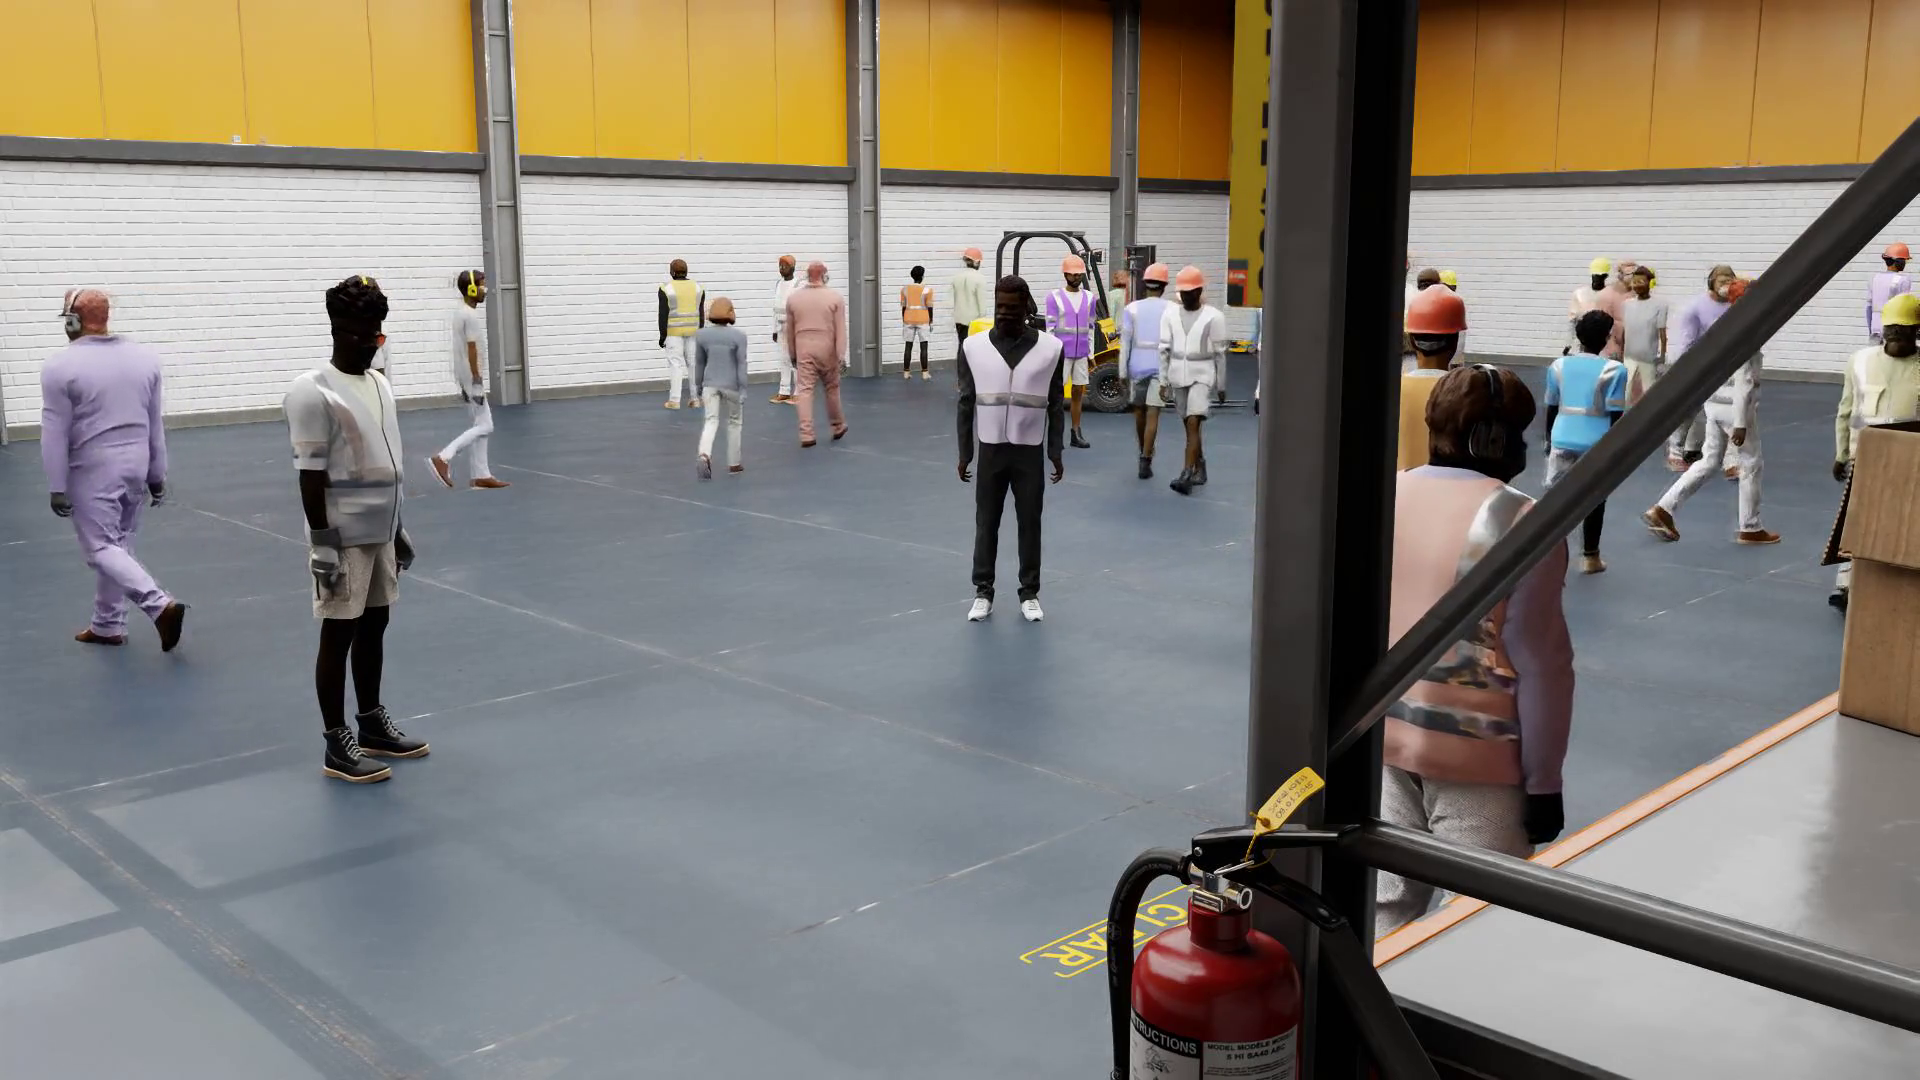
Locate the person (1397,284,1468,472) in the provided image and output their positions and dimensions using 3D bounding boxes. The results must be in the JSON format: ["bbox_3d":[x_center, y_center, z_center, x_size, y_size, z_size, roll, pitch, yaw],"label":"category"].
[{"bbox_3d":[1.839,-0.024,6.543,0.544,1.943,0.347,5,12,28],"label":"person"}]

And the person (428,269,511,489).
[{"bbox_3d":[-4.108,-1.322,13.865,0.580,1.855,0.539,-4,11,-22],"label":"person"}]

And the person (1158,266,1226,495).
[{"bbox_3d":[1.931,-1.336,13.902,0.536,1.876,1.040,6,12,29],"label":"person"}]

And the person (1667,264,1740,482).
[{"bbox_3d":[6.595,-1.471,14.629,0.654,1.883,1.052,-1,10,-3],"label":"person"}]

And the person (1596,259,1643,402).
[{"bbox_3d":[6.970,-1.970,17.312,0.672,1.888,0.573,-3,11,-15],"label":"person"}]

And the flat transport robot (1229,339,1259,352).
[{"bbox_3d":[5.653,-3.520,30.168,1.431,0.197,0.652,4,11,19],"label":"flat transport robot"}]

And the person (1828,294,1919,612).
[{"bbox_3d":[5.216,-0.467,9.349,0.621,1.793,0.872,8,13,37],"label":"person"}]

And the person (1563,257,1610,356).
[{"bbox_3d":[7.199,-2.247,18.806,0.887,1.894,0.586,-10,14,-43],"label":"person"}]

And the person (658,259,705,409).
[{"bbox_3d":[-3.449,-2.538,20.531,0.627,1.844,0.429,-8,13,-36],"label":"person"}]

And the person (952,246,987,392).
[{"bbox_3d":[0.189,-3.018,22.779,0.631,1.975,0.590,8,13,38],"label":"person"}]

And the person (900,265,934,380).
[{"bbox_3d":[-0.635,-3.219,24.662,0.534,1.691,0.321,3,11,18],"label":"person"}]

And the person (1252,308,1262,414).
[{"bbox_3d":[3.626,-2.213,19.344,0.587,1.622,0.459,8,13,37],"label":"person"}]

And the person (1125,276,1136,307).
[{"bbox_3d":[2.289,-2.857,21.902,0.832,1.972,0.626,-1,10,-6],"label":"person"}]

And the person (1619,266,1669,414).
[{"bbox_3d":[6.807,-1.803,16.536,0.880,1.839,0.527,-9,14,-41],"label":"person"}]

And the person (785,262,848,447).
[{"bbox_3d":[-1.438,-1.908,17.036,0.676,1.852,0.976,2,11,12],"label":"person"}]

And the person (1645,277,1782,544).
[{"bbox_3d":[5.245,-0.876,11.446,0.884,1.855,0.584,-1,10,-3],"label":"person"}]

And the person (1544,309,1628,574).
[{"bbox_3d":[3.836,-0.589,10.351,0.670,1.681,0.543,-9,14,-41],"label":"person"}]

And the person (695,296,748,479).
[{"bbox_3d":[-2.117,-1.344,14.655,0.511,1.603,0.756,2,11,11],"label":"person"}]

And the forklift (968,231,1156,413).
[{"bbox_3d":[1.222,-2.721,20.561,2.313,2.155,1.214,2,11,13],"label":"forklift"}]

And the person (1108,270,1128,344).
[{"bbox_3d":[2.305,-3.038,23.822,0.507,1.632,0.268,-7,12,-33],"label":"person"}]

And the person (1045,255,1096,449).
[{"bbox_3d":[1.121,-1.873,16.637,0.546,1.939,0.375,-4,11,-21],"label":"person"}]

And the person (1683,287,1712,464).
[{"bbox_3d":[6.901,-1.567,15.319,0.583,1.806,0.605,-5,11,-24],"label":"person"}]

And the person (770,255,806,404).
[{"bbox_3d":[-2.176,-2.664,21.106,0.575,1.882,0.355,9,14,41],"label":"person"}]

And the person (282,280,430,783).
[{"bbox_3d":[-2.375,-0.040,6.584,0.381,1.958,0.602,2,11,12],"label":"person"}]

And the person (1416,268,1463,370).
[{"bbox_3d":[4.639,-1.768,16.415,0.650,1.814,0.446,9,14,40],"label":"person"}]

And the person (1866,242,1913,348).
[{"bbox_3d":[10.973,-2.476,19.641,0.373,2.044,0.608,-3,11,-14],"label":"person"}]

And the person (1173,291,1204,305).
[{"bbox_3d":[3.273,-3.002,23.682,0.520,1.608,0.750,-3,11,-17],"label":"person"}]

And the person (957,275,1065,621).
[{"bbox_3d":[0.282,-0.504,9.231,0.597,1.915,0.371,0,10,1],"label":"person"}]

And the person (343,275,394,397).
[{"bbox_3d":[-3.931,-0.821,11.090,0.314,1.869,0.535,-4,11,-21],"label":"person"}]

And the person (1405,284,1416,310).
[{"bbox_3d":[4.145,-1.823,16.238,0.981,1.981,0.610,-3,11,-17],"label":"person"}]

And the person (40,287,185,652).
[{"bbox_3d":[-4.296,-0.338,8.459,0.820,1.880,0.640,4,11,21],"label":"person"}]

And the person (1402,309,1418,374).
[{"bbox_3d":[2.628,-0.533,9.938,0.785,1.714,0.493,-7,13,-34],"label":"person"}]

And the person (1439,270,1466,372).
[{"bbox_3d":[5.088,-1.953,17.541,0.327,1.769,0.525,-9,14,-41],"label":"person"}]

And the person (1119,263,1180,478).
[{"bbox_3d":[1.730,-1.531,14.926,0.542,1.872,1.029,3,11,18],"label":"person"}]

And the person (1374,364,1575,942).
[{"bbox_3d":[1.176,0.507,3.935,0.430,1.840,0.619,-7,12,-33],"label":"person"}]
